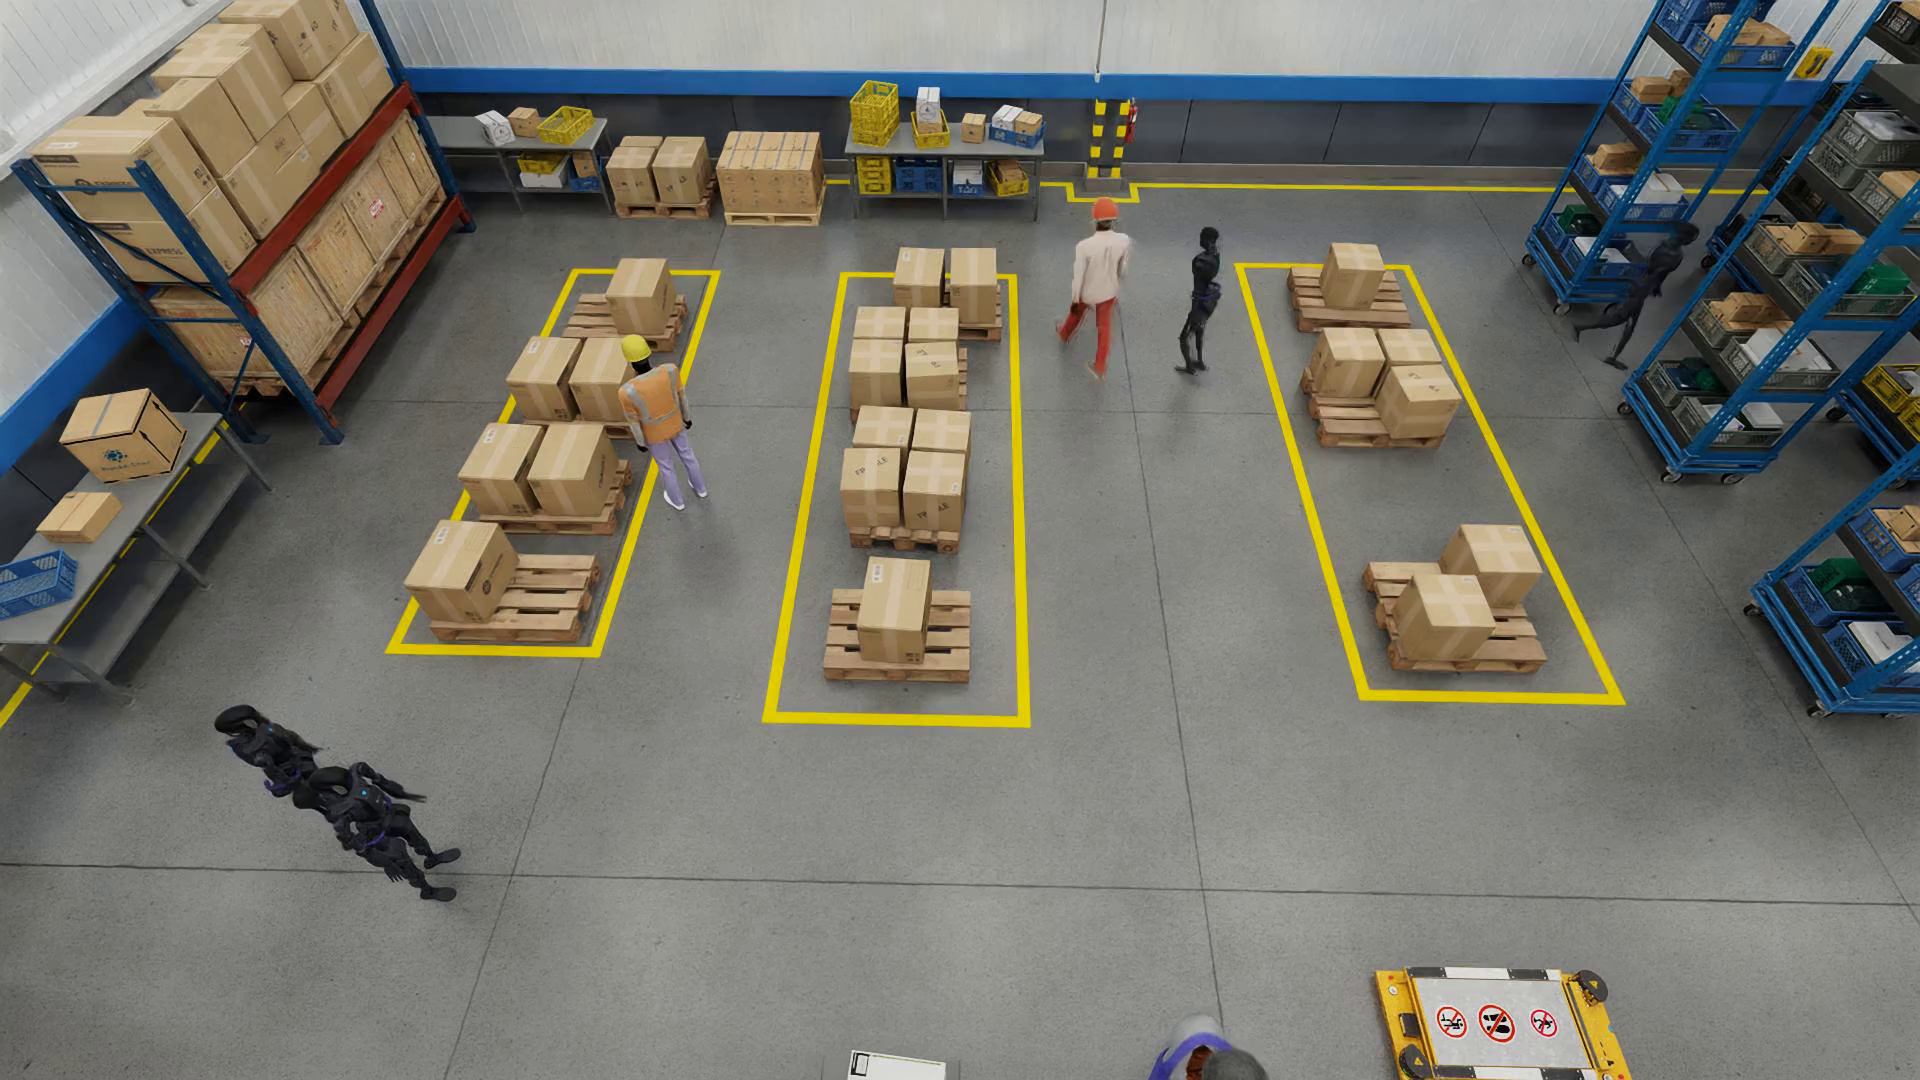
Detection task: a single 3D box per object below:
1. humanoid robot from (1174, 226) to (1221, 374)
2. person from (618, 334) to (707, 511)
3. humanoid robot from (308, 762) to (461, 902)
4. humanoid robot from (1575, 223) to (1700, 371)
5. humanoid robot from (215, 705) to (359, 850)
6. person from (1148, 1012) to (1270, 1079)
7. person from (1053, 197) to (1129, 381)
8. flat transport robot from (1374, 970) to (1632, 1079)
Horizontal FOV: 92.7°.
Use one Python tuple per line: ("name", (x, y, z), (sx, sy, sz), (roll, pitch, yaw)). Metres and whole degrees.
("humanoid robot", (2.544, -2.494, 9.616), (0.492, 1.625, 0.607), (31, 57, 23))
("person", (-2.693, -1.039, 8.272), (0.394, 1.919, 0.579), (36, 59, 26))
("humanoid robot", (-3.740, 1.900, 6.019), (0.327, 1.657, 0.586), (-9, 51, -7))
("humanoid robot", (7.218, -2.659, 9.752), (0.643, 1.632, 0.588), (30, 57, 22))
("humanoid robot", (-4.519, 1.587, 6.277), (0.317, 1.654, 0.579), (-28, 56, -21))
("person", (1.260, 3.019, 4.883), (0.535, 2.000, 0.678), (12, 52, 9))
("person", (1.379, -2.688, 9.599), (0.634, 1.936, 1.010), (-14, 52, -11))
("flat transport robot", (3.501, 3.133, 5.914), (1.431, 0.197, 0.652), (1, 51, 1))
